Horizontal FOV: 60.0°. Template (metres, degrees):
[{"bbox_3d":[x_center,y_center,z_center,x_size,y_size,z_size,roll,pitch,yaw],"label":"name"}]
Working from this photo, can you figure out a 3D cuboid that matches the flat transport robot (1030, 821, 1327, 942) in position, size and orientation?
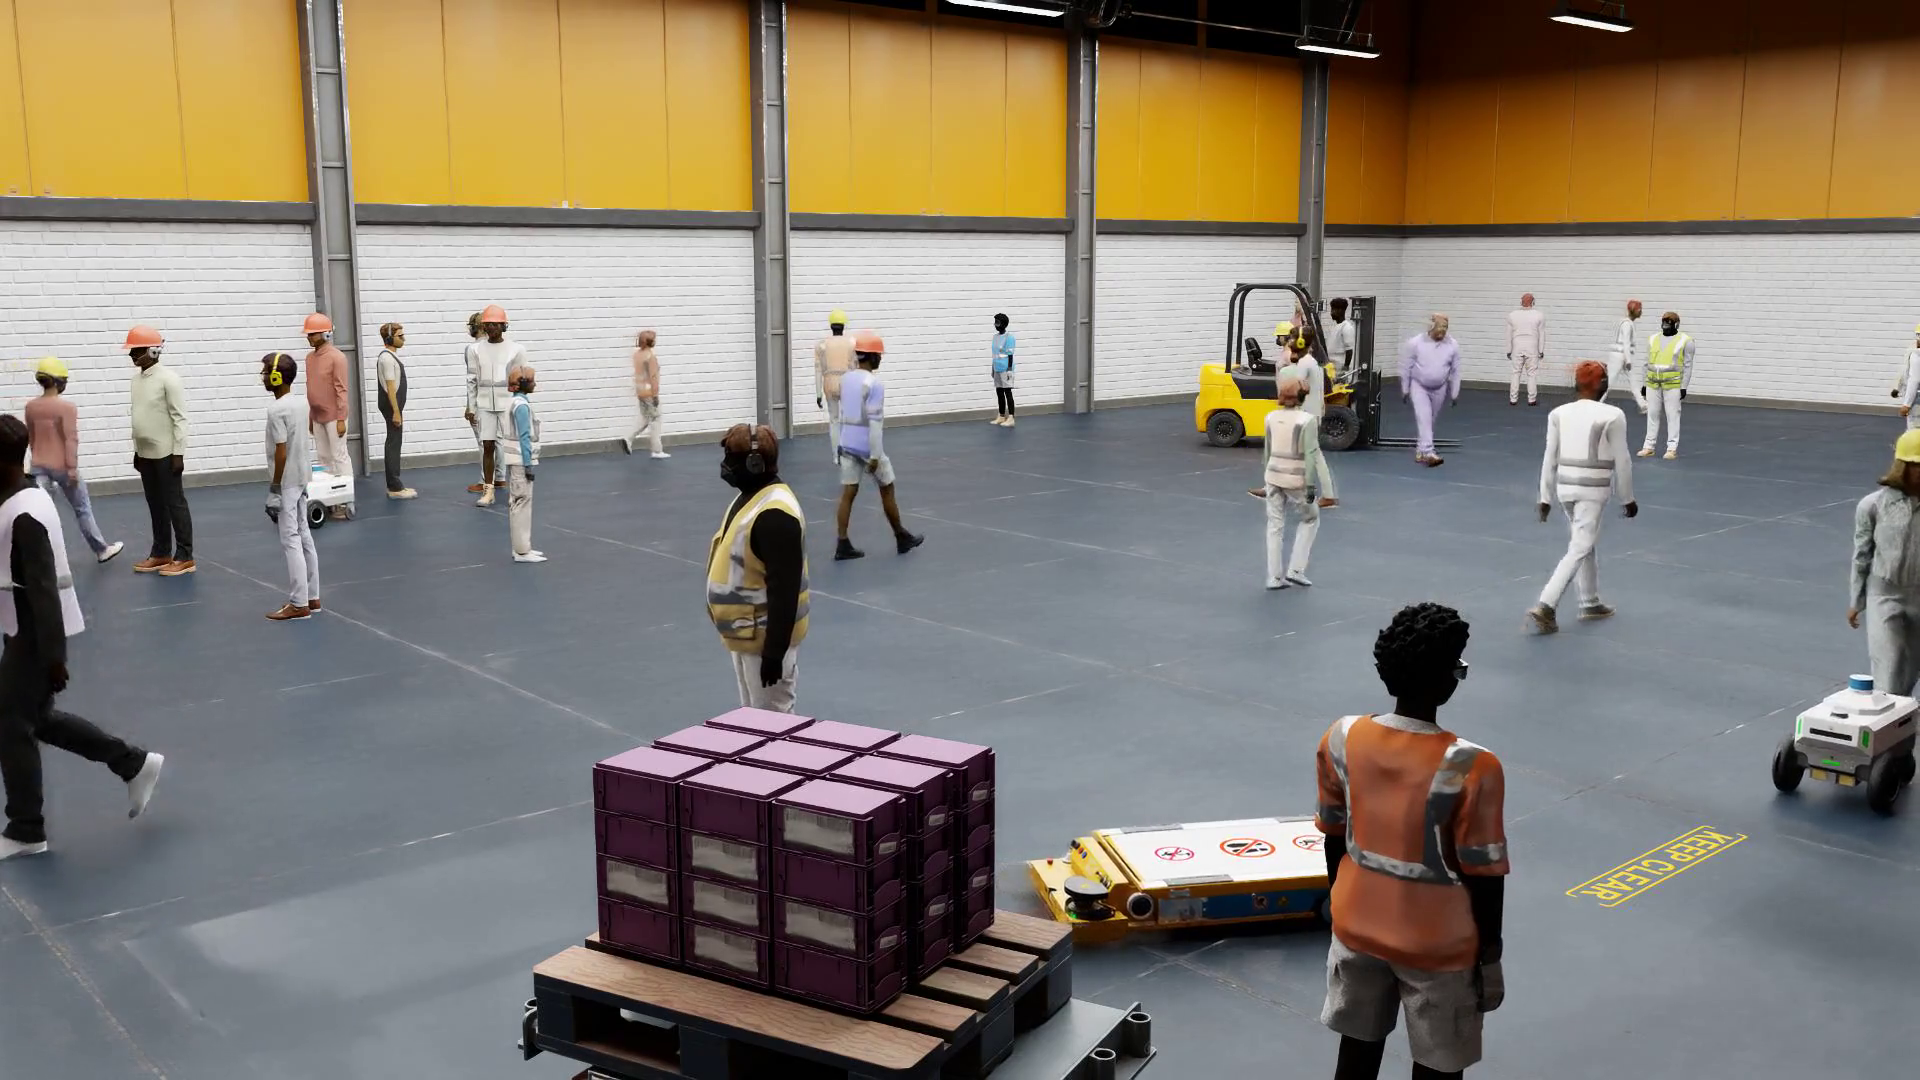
[{"bbox_3d":[1.045,1.301,6.498,1.431,0.197,0.652,-2,10,-11],"label":"flat transport robot"}]

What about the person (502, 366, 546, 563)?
[{"bbox_3d":[-3.635,-0.628,13.822,0.313,1.632,0.517,-4,10,-20],"label":"person"}]

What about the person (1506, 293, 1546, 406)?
[{"bbox_3d":[9.610,-3.233,28.261,0.643,1.909,0.410,5,11,27],"label":"person"}]

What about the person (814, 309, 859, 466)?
[{"bbox_3d":[-1.456,-1.817,19.978,0.596,1.906,0.789,0,10,3],"label":"person"}]

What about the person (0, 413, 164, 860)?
[{"bbox_3d":[-3.869,0.394,7.063,0.712,1.898,0.598,-6,11,-30],"label":"person"}]

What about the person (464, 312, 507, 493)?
[{"bbox_3d":[-5.111,-1.474,17.868,0.372,1.940,0.627,3,10,16],"label":"person"}]

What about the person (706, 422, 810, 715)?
[{"bbox_3d":[-0.860,0.416,7.088,0.430,1.843,0.625,-3,10,-17],"label":"person"}]

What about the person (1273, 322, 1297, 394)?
[{"bbox_3d":[3.827,-1.683,19.594,0.329,1.767,0.528,0,10,2],"label":"person"}]

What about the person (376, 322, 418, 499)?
[{"bbox_3d":[-5.922,-1.354,17.443,0.346,1.846,0.506,-4,10,-20],"label":"person"}]

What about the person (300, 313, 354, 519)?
[{"bbox_3d":[-6.149,-1.200,16.133,0.614,1.987,0.407,7,12,37],"label":"person"}]

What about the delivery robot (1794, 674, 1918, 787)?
[{"bbox_3d":[4.241,0.879,7.860,0.707,0.478,0.477,-9,13,-43],"label":"delivery robot"}]

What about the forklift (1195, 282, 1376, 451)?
[{"bbox_3d":[4.328,-2.346,22.227,2.313,2.155,1.214,3,10,16],"label":"forklift"}]

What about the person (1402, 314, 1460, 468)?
[{"bbox_3d":[5.697,-1.807,20.116,0.654,1.849,0.980,0,10,0],"label":"person"}]

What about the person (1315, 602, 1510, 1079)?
[{"bbox_3d":[1.119,0.992,4.138,0.318,1.697,0.533,-9,13,-41],"label":"person"}]

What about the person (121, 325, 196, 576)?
[{"bbox_3d":[-6.392,-0.710,13.228,0.623,1.992,0.397,6,11,32],"label":"person"}]

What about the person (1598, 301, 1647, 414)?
[{"bbox_3d":[10.696,-2.922,26.689,1.037,1.818,0.589,6,11,32],"label":"person"}]

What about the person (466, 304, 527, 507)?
[{"bbox_3d":[-4.682,-1.350,16.838,0.607,2.045,0.367,0,10,-1],"label":"person"}]

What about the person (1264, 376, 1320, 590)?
[{"bbox_3d":[2.533,-0.429,12.641,0.458,1.619,0.545,-8,13,-39],"label":"person"}]

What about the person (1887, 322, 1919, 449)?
[{"bbox_3d":[12.060,-1.920,20.928,0.591,1.780,0.903,-3,10,-18],"label":"person"}]

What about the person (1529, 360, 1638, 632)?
[{"bbox_3d":[4.204,-0.306,11.331,0.974,1.843,0.576,-6,11,-31],"label":"person"}]

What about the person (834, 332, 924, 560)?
[{"bbox_3d":[-0.714,-0.795,14.008,0.557,1.902,0.905,9,13,43],"label":"person"}]

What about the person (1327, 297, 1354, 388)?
[{"bbox_3d":[5.329,-2.426,23.371,0.368,1.960,0.613,-1,10,-5],"label":"person"}]

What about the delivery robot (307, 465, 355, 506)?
[{"bbox_3d":[-6.087,-0.469,15.728,0.477,0.478,0.707,5,10,27],"label":"delivery robot"}]

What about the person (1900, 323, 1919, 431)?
[{"bbox_3d":[10.883,-1.584,18.819,0.588,1.834,0.403,-5,11,-25],"label":"person"}]

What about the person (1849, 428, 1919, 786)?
[{"bbox_3d":[4.676,0.285,8.239,0.496,1.704,0.859,3,10,16],"label":"person"}]

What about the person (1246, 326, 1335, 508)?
[{"bbox_3d":[3.362,-1.228,16.746,0.949,1.823,0.542,2,10,13],"label":"person"}]

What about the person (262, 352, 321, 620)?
[{"bbox_3d":[-4.709,-0.375,11.635,0.328,1.872,0.513,0,10,0],"label":"person"}]

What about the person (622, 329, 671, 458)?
[{"bbox_3d":[-3.936,-1.816,20.788,0.531,1.624,0.533,-8,12,-38],"label":"person"}]

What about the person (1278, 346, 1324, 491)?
[{"bbox_3d":[3.662,-1.331,17.925,0.501,1.631,0.287,0,10,-3],"label":"person"}]

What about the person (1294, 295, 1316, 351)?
[{"bbox_3d":[5.784,-3.171,28.043,0.405,1.892,0.672,-1,10,-7],"label":"person"}]

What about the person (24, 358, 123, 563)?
[{"bbox_3d":[-7.219,-0.574,13.335,0.539,1.675,0.949,3,10,15],"label":"person"}]

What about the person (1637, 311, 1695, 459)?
[{"bbox_3d":[8.849,-1.941,20.880,0.429,1.847,0.627,-9,13,-42],"label":"person"}]

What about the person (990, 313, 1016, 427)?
[{"bbox_3d":[0.638,-2.539,24.830,0.319,1.691,0.535,-6,11,-29],"label":"person"}]
